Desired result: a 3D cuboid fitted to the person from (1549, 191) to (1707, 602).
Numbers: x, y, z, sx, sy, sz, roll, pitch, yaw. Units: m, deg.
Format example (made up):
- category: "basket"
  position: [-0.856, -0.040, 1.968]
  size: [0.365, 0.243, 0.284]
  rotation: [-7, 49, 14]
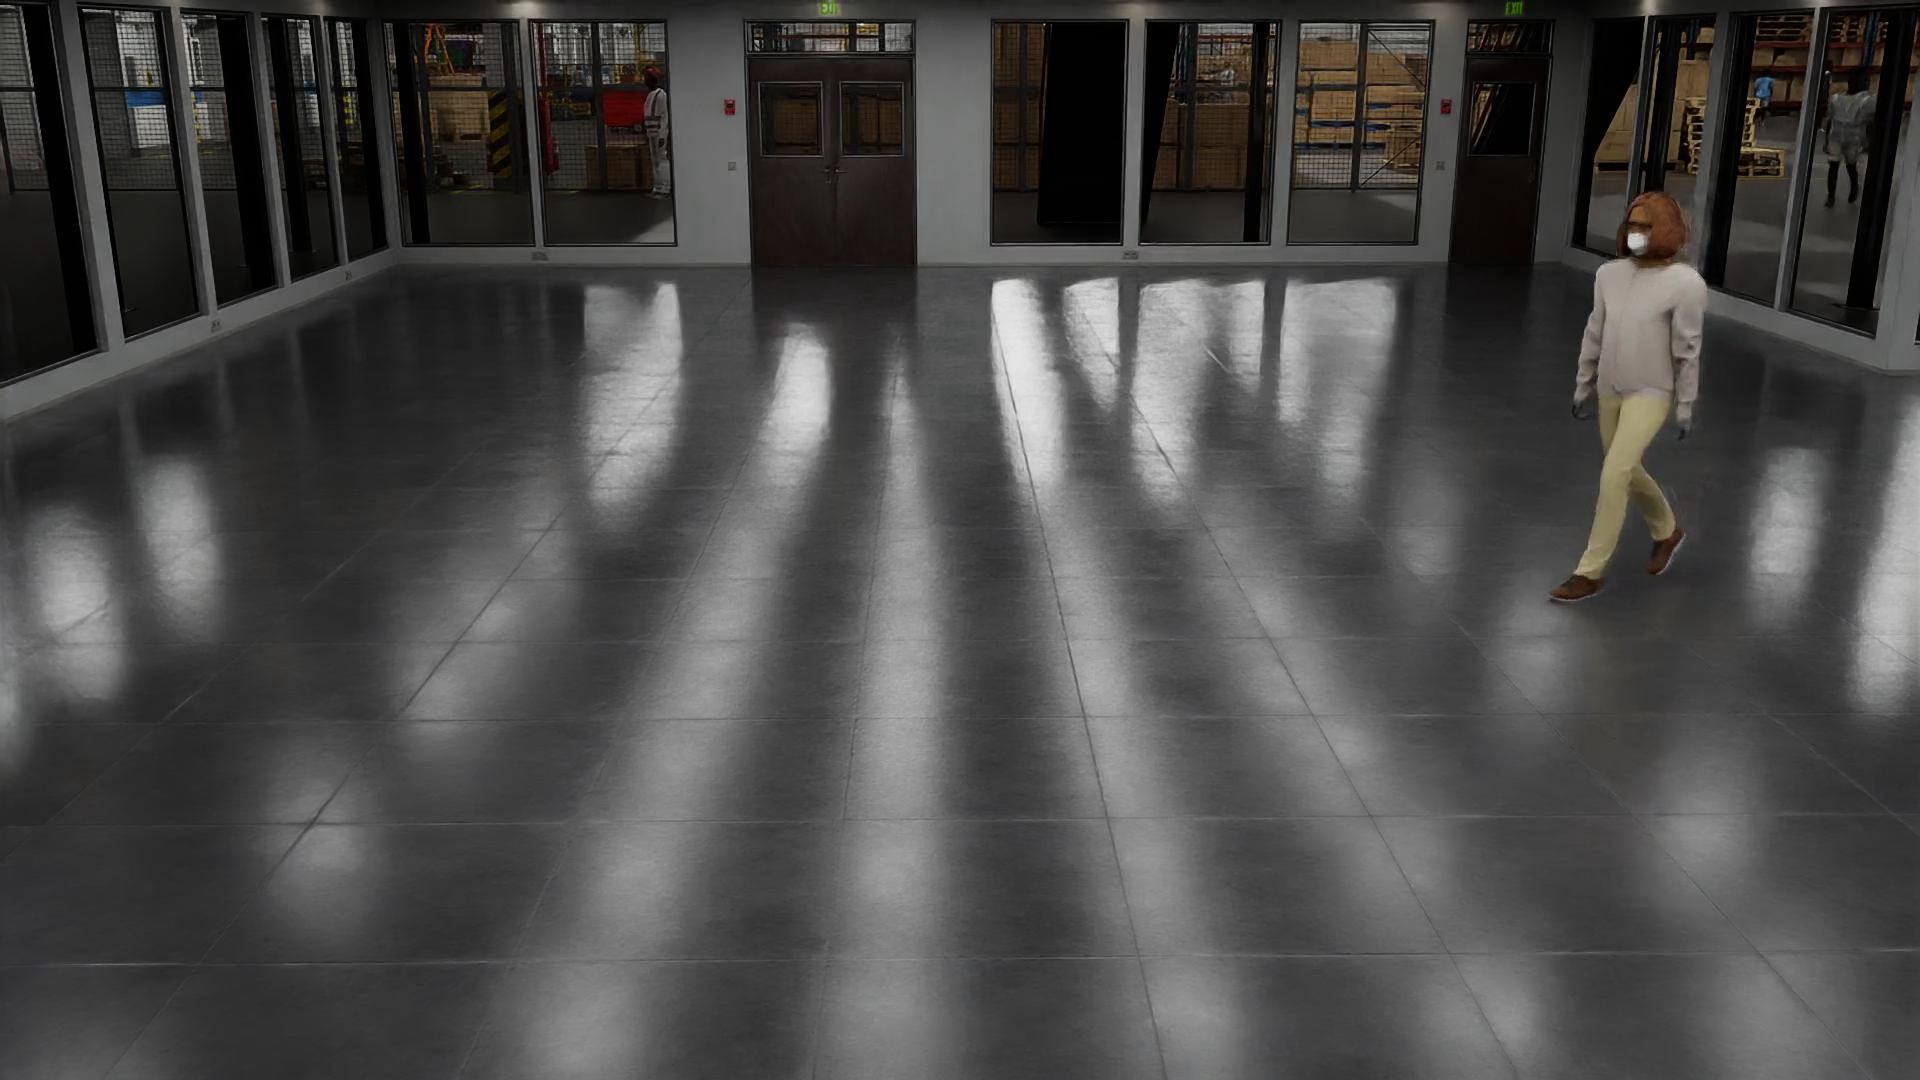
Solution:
- category: "person"
  position: [2.705, -0.581, 6.597]
  size: [0.808, 1.601, 0.504]
  rotation: [-8, 18, -26]
